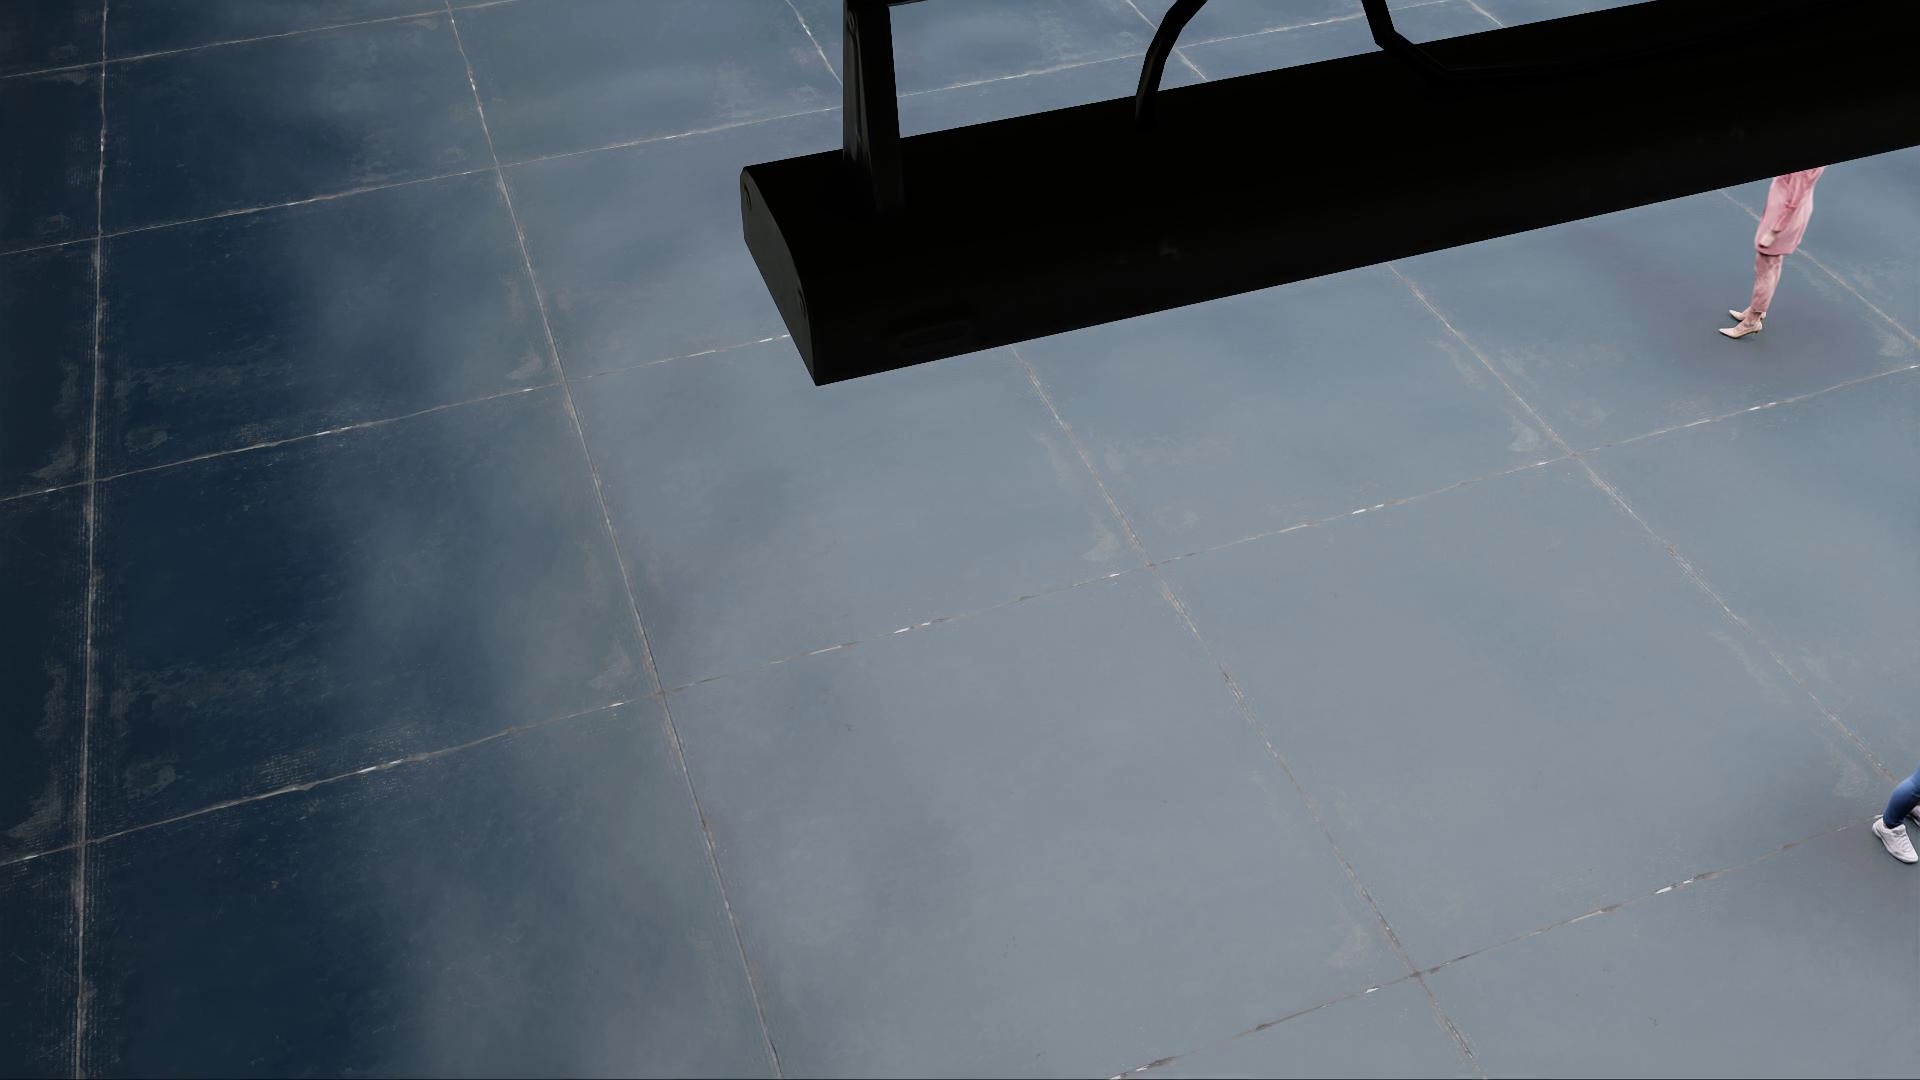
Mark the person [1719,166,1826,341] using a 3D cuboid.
[{"bbox_3d":[5.521,-2.136,11.119,0.703,1.802,0.694,28,50,27],"label":"person"}]
